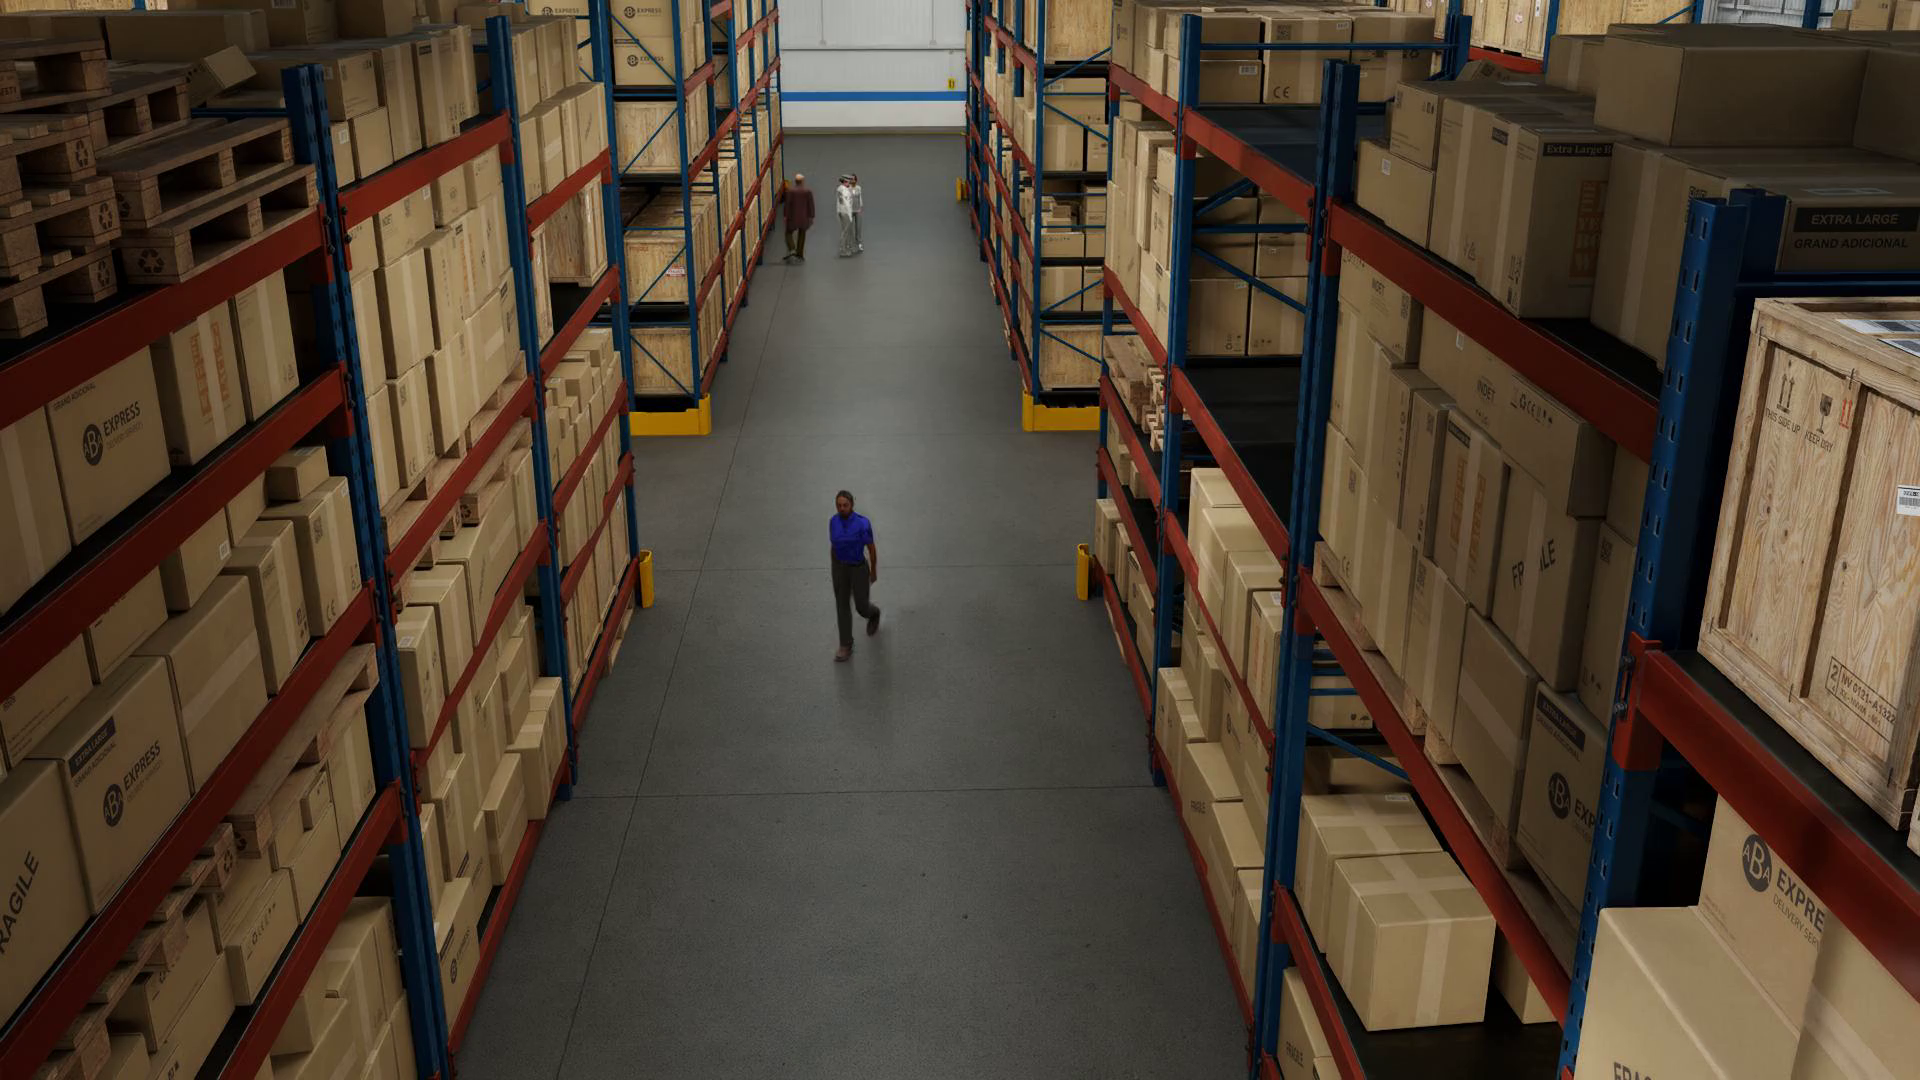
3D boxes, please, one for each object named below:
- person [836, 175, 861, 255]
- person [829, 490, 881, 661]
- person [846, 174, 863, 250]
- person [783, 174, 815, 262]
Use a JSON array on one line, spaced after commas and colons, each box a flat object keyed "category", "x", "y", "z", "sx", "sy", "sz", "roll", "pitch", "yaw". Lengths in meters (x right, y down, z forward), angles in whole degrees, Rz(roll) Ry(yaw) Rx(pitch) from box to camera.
[{"category": "person", "x": -2.308, "y": -6.826, "z": 34.883, "sx": 0.590, "sy": 1.665, "sz": 0.523, "roll": -9, "pitch": 22, "yaw": -22}, {"category": "person", "x": -1.007, "y": 0.282, "z": 15.894, "sx": 0.460, "sy": 1.645, "sz": 0.703, "roll": 6, "pitch": 21, "yaw": 16}, {"category": "person", "x": -2.274, "y": -6.998, "z": 35.463, "sx": 0.418, "sy": 1.605, "sz": 0.309, "roll": -4, "pitch": 21, "yaw": -11}, {"category": "person", "x": -3.328, "y": -6.622, "z": 34.174, "sx": 0.688, "sy": 1.768, "sz": 0.533, "roll": -2, "pitch": 21, "yaw": -7}]
